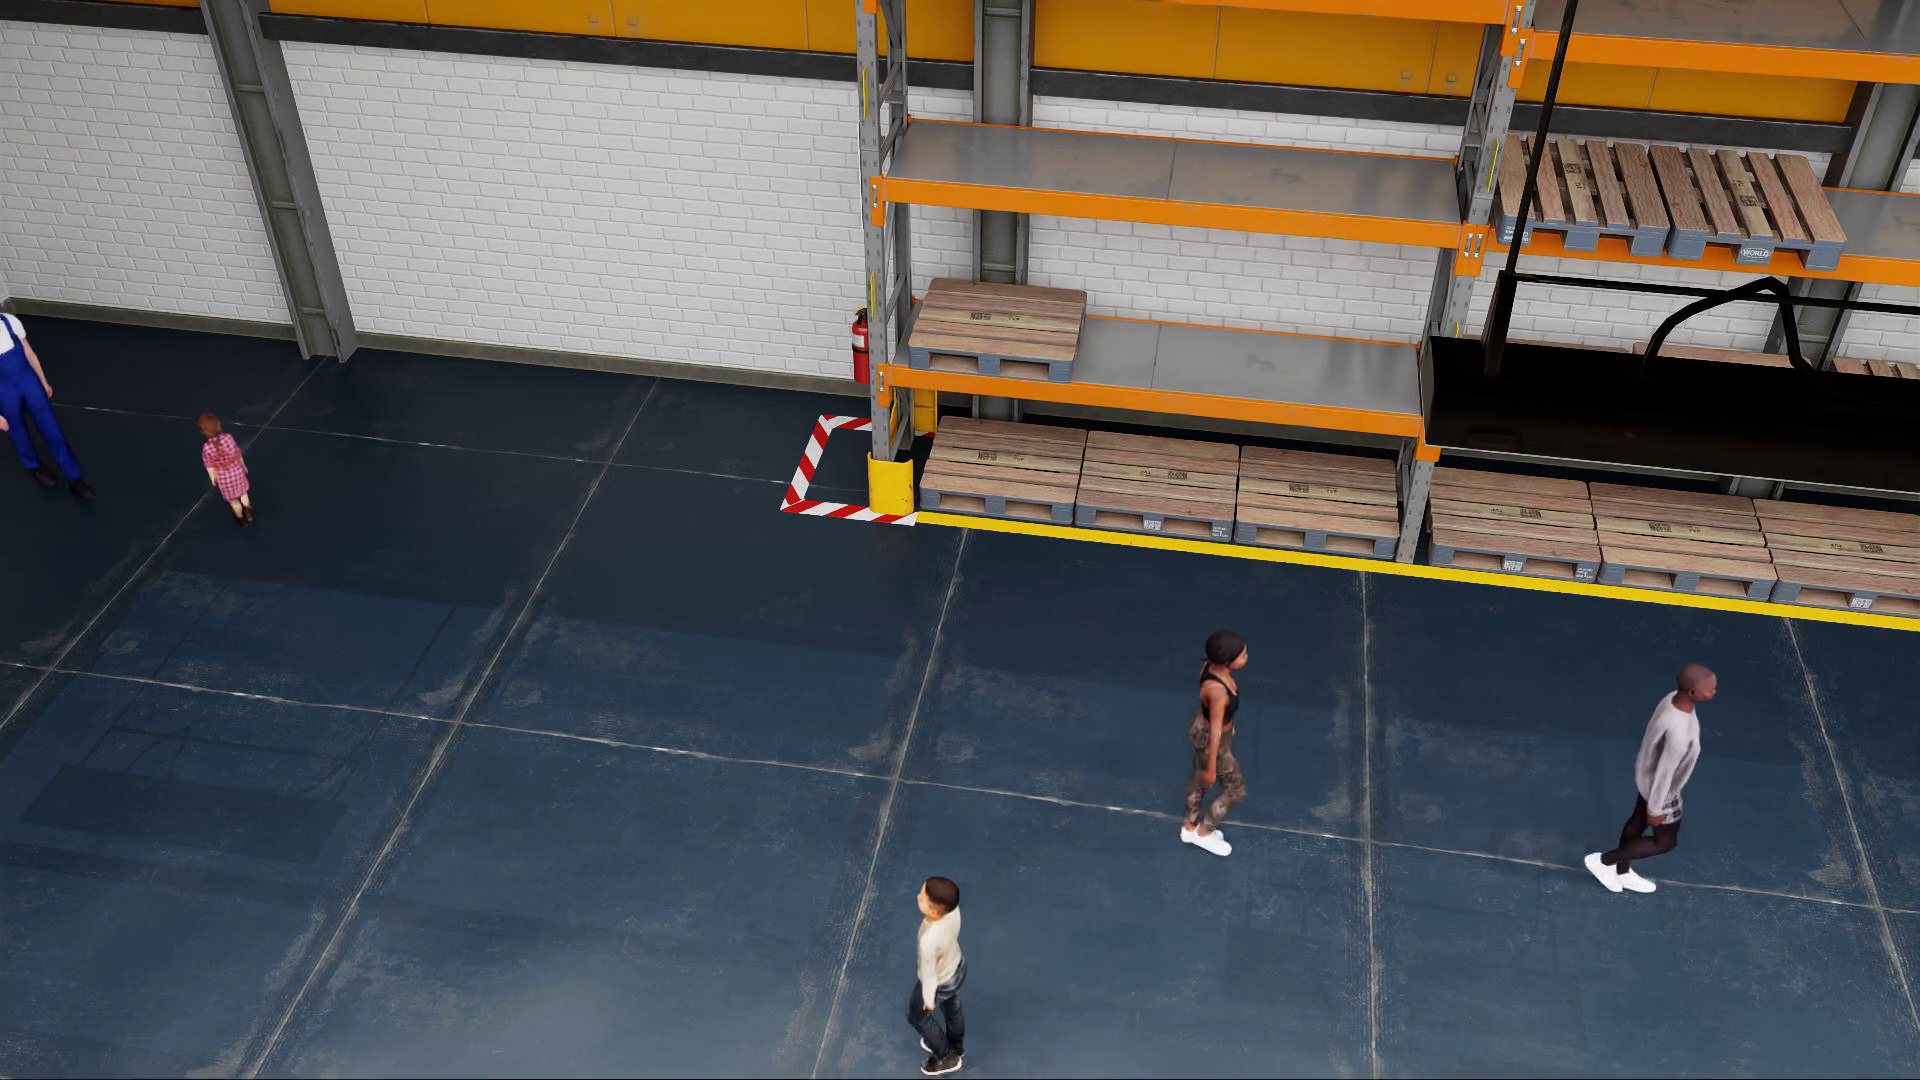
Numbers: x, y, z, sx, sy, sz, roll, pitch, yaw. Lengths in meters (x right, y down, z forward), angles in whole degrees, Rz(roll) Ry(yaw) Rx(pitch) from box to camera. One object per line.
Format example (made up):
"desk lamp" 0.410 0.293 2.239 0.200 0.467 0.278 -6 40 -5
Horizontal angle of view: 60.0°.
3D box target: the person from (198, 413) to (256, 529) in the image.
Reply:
"person" -5.484 -0.503 12.494 0.567 1.018 0.520 31 48 33

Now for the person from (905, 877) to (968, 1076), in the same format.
"person" -0.039 2.277 8.661 0.593 1.457 0.590 15 41 18

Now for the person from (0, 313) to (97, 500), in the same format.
"person" -7.234 -1.163 12.675 1.155 1.822 0.995 29 47 31

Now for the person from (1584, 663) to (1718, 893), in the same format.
"person" 3.917 1.373 9.543 0.715 1.768 0.693 13 40 16

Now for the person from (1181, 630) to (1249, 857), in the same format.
"person" 1.410 1.197 9.828 0.610 1.688 0.610 4 39 5
